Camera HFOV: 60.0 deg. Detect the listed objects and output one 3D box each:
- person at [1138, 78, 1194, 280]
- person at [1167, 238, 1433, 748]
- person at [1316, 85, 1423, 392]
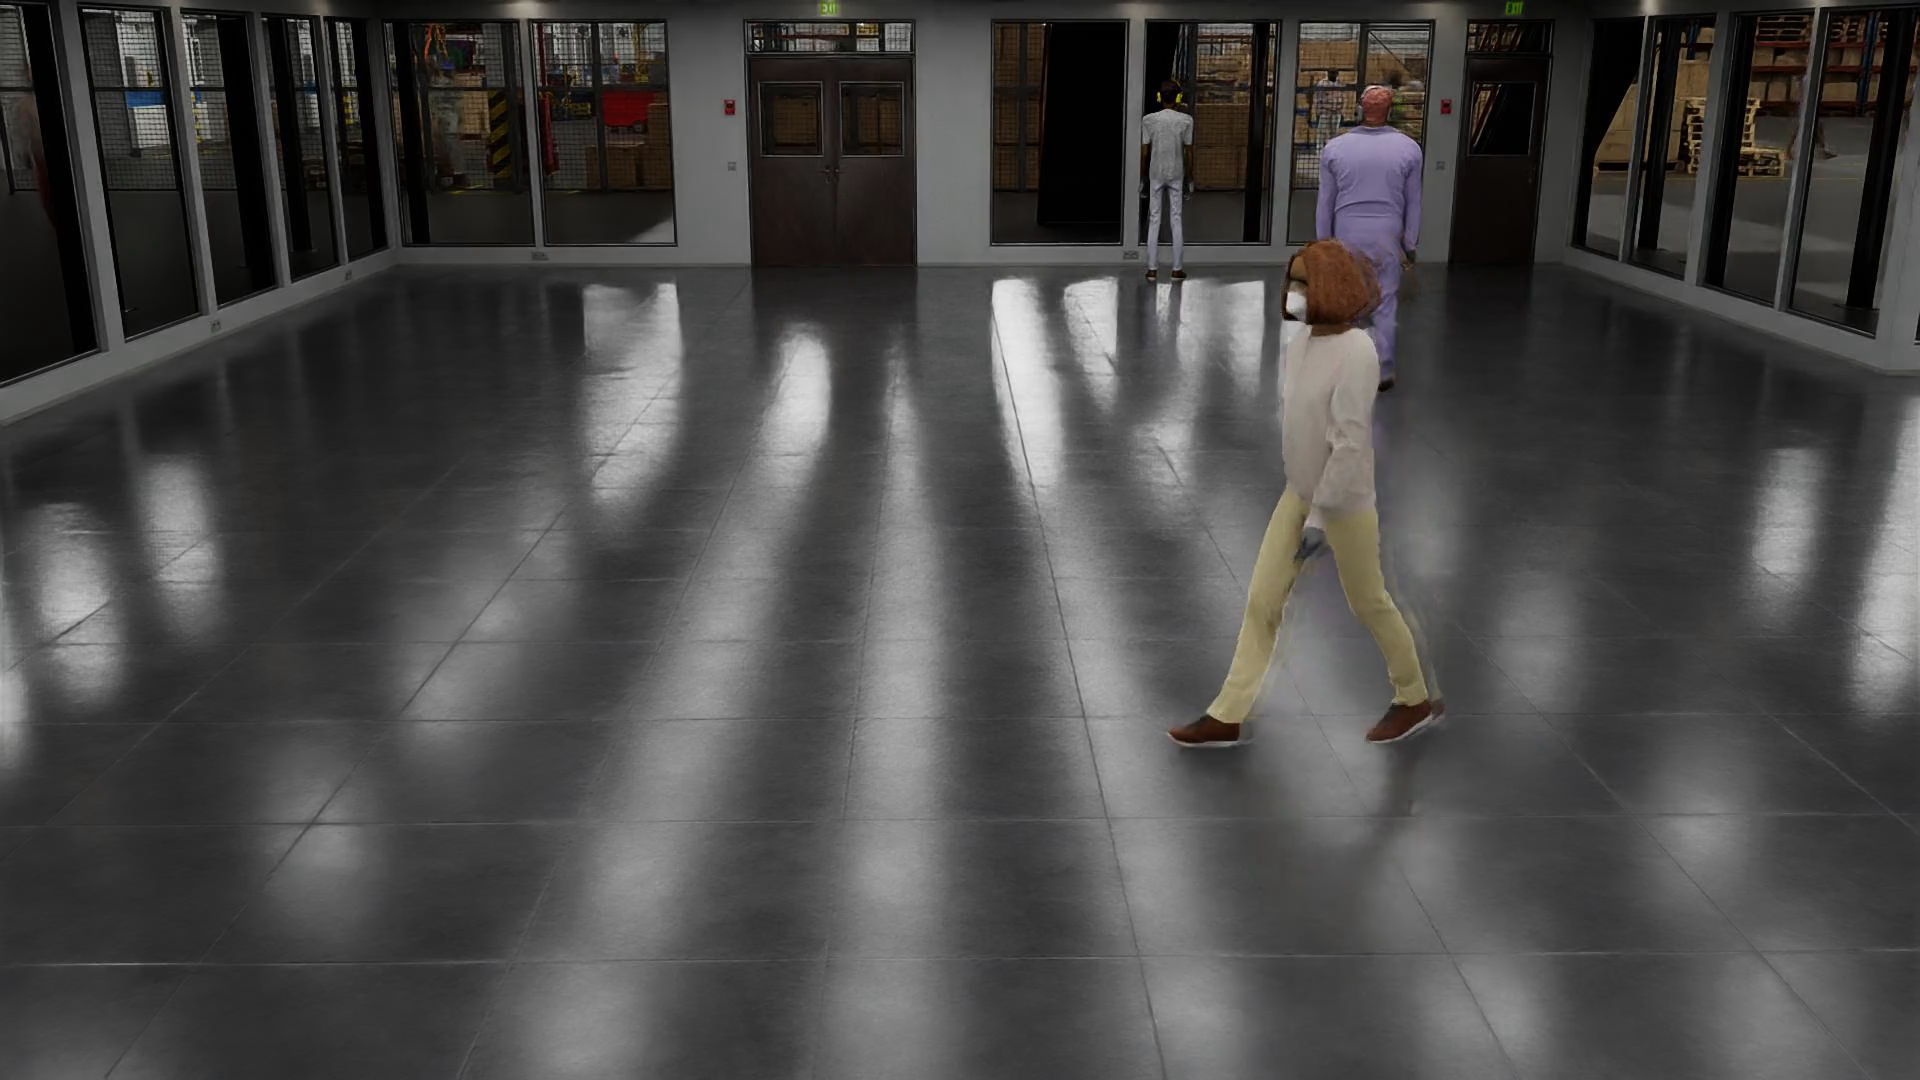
[{"bbox_3d":[1.954,-3.407,15.767,0.535,1.868,0.309,3,17,10],"label":"person"},{"bbox_3d":[1.111,-0.116,5.059,0.876,1.587,0.513,-6,17,-19],"label":"person"},{"bbox_3d":[2.576,-1.895,10.541,0.651,1.913,0.410,3,17,10],"label":"person"}]
